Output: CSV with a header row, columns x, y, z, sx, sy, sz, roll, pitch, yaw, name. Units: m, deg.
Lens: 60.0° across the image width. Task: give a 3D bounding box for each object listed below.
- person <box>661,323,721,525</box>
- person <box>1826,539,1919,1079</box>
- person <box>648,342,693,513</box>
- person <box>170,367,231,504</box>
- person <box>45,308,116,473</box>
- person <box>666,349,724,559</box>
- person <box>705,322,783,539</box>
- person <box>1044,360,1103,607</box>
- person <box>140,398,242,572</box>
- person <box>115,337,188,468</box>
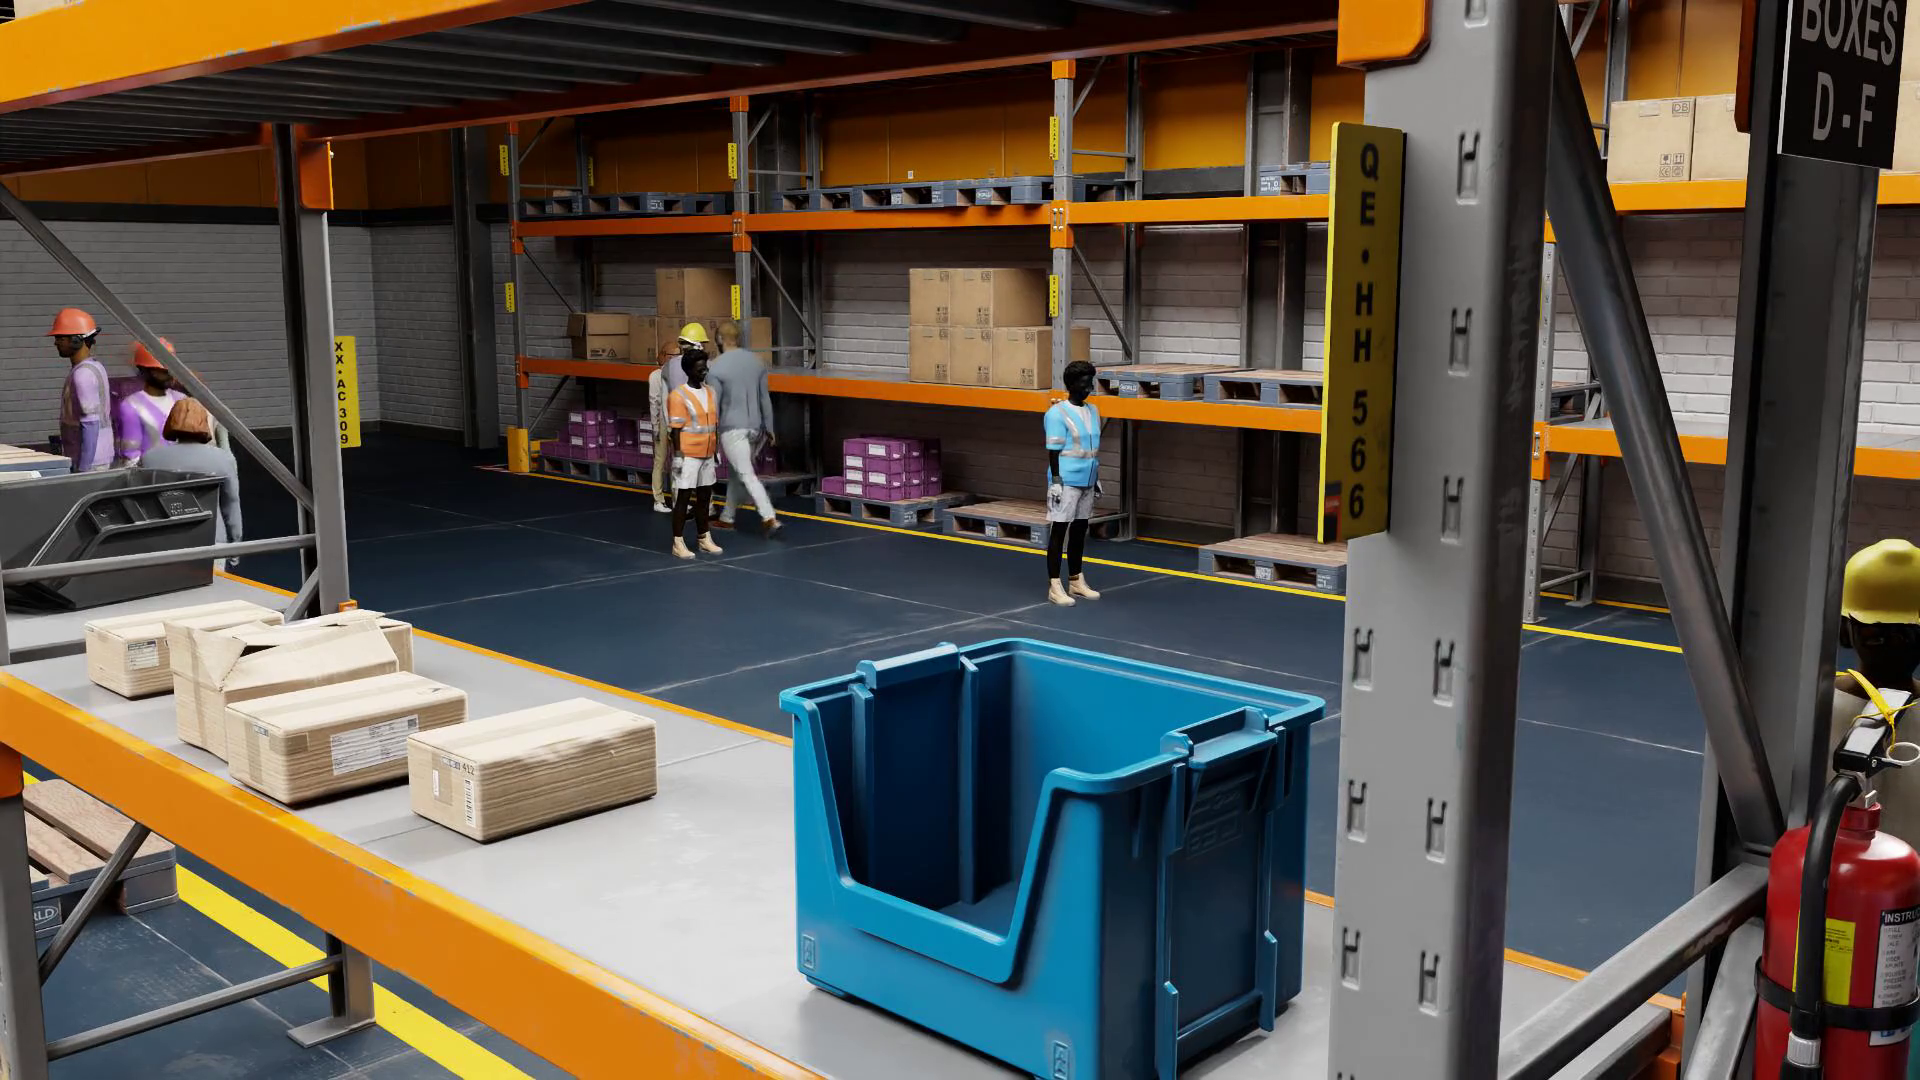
x,y,z,sx,sy,sz,roll,pitch,yaw,name
-2.408,-1.045,15.065,0.594,1.828,0.403,4,10,25,person
1.911,0.868,3.533,0.532,1.767,0.328,2,9,12,person
-2.766,-1.079,15.899,0.277,1.629,0.496,7,12,37,person
-5.605,-0.481,12.301,0.718,1.606,0.526,7,12,37,person
-6.049,-0.570,11.503,0.372,2.044,0.608,-4,10,-25,person
-2.125,-0.688,13.325,0.320,1.687,0.533,6,11,33,person
-1.853,-0.948,14.373,1.015,1.874,0.695,8,12,39,person
0.792,-0.397,11.510,0.319,1.692,0.533,8,12,41,person
-4.202,0.033,9.120,0.524,1.604,0.402,-6,11,-34,person
-5.083,-0.334,10.510,0.938,1.907,0.555,2,9,13,person
